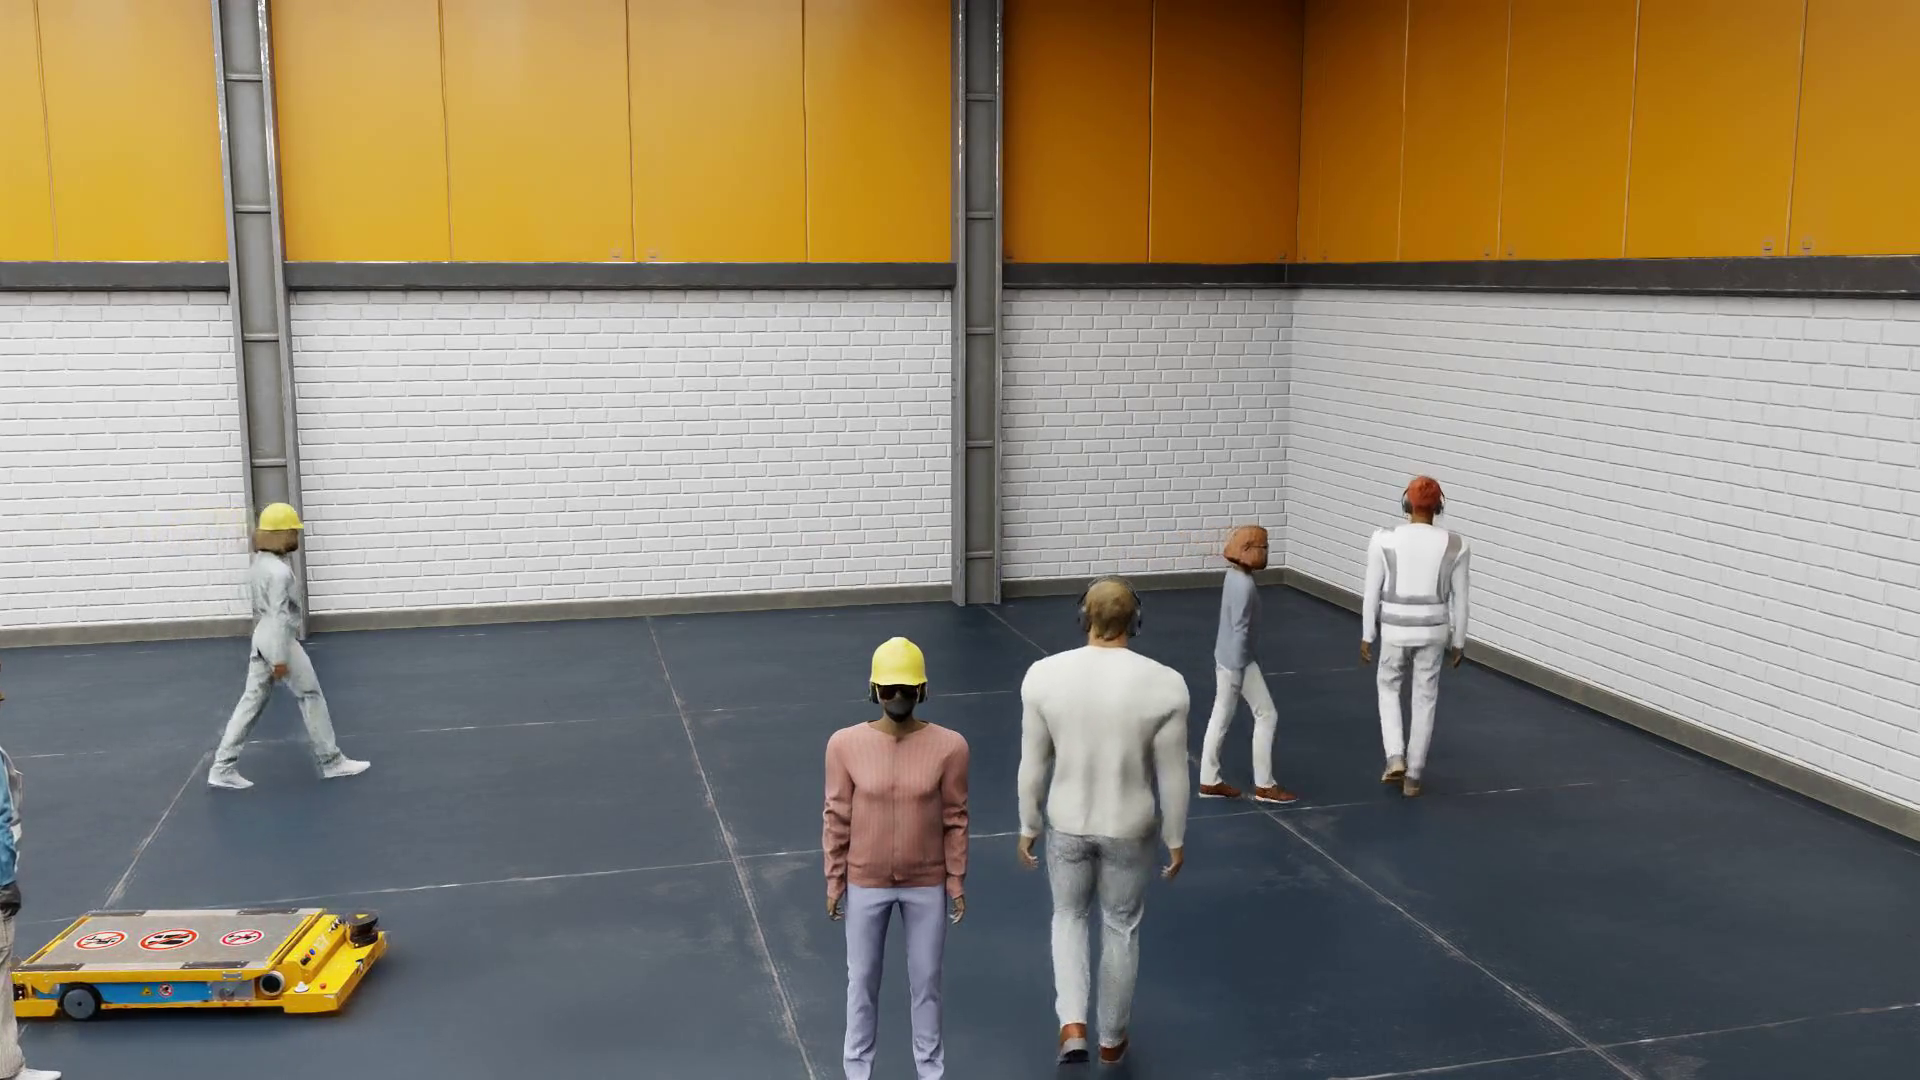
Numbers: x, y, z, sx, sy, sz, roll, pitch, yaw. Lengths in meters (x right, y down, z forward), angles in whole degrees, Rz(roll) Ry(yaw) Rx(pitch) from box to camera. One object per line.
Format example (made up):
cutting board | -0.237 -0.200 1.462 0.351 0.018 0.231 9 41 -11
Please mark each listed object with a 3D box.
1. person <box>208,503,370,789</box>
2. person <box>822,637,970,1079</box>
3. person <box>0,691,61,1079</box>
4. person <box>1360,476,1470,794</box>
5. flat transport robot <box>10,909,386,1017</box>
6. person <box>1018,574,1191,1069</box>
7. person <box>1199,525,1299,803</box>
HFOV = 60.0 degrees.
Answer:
person | -4.042 0.622 9.815 0.890 1.700 0.496 -8 12 -40
person | -0.225 1.213 5.917 0.525 1.772 0.301 -1 9 -4
person | -3.637 1.241 6.156 0.514 1.636 0.315 7 11 36
person | 2.648 0.557 9.697 0.611 1.867 0.411 2 9 13
flat transport robot | -3.259 1.778 7.049 1.431 0.197 0.652 0 9 -2
person | 0.537 1.087 6.224 0.644 1.926 0.507 2 9 11
person | 1.694 0.711 9.524 0.675 1.605 0.517 0 9 0
